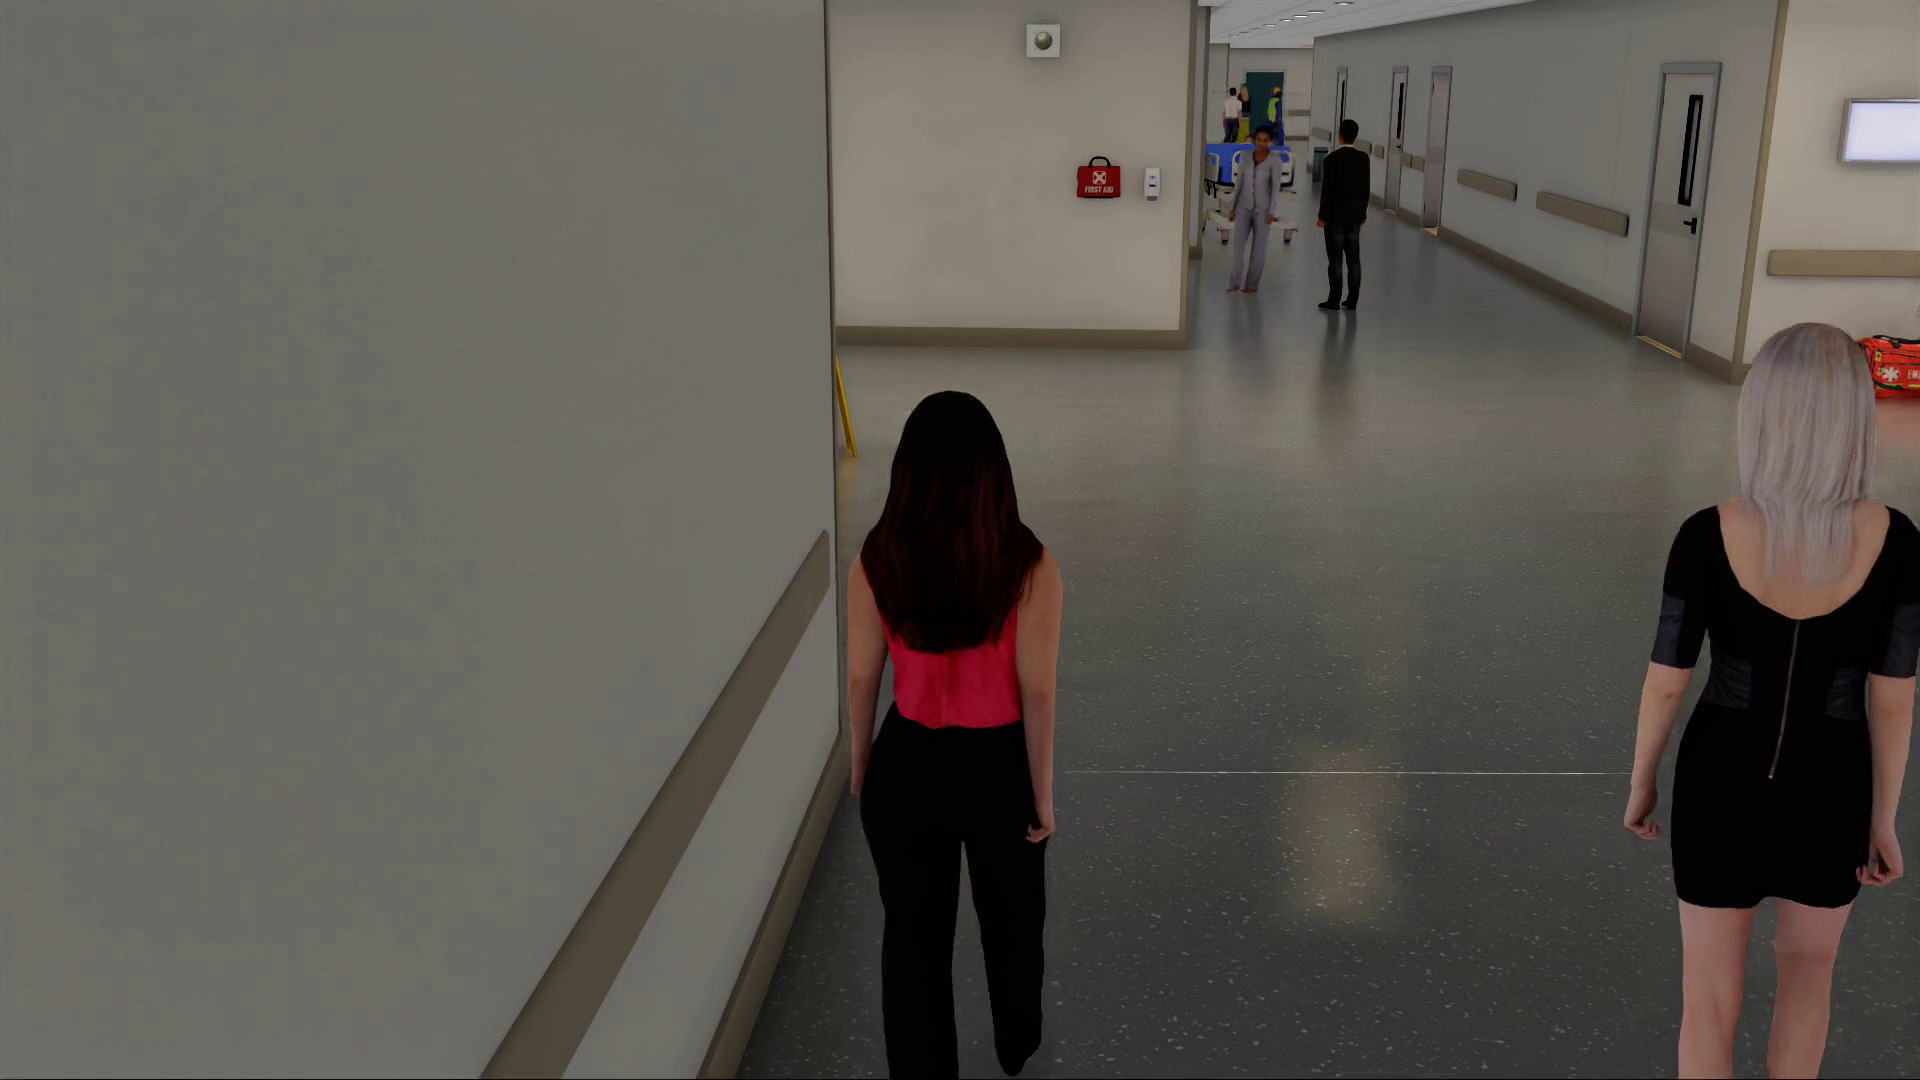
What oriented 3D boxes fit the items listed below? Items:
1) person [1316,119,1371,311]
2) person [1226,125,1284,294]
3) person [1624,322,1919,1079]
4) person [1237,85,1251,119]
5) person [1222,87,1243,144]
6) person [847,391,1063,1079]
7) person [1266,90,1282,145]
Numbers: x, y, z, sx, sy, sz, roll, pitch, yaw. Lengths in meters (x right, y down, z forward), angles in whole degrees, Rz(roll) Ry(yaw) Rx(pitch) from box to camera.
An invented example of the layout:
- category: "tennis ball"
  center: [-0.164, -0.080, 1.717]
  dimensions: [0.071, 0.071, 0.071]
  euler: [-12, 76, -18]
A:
- category: "person"
  center: [3.709, -3.138, 16.061]
  dimensions: [0.630, 1.805, 0.806]
  euler: [-5, 17, -18]
- category: "person"
  center: [3.089, -3.418, 17.231]
  dimensions: [0.819, 1.706, 0.907]
  euler: [8, 18, 27]
- category: "person"
  center: [1.470, 0.533, 3.003]
  dimensions: [0.600, 1.823, 0.735]
  euler: [5, 17, 18]
- category: "person"
  center: [8.936, -13.319, 52.183]
  dimensions: [1.114, 1.798, 1.047]
  euler: [-8, 17, -25]
- category: "person"
  center: [7.079, -10.911, 43.587]
  dimensions: [1.031, 1.828, 0.962]
  euler: [10, 19, 32]
- category: "person"
  center: [-0.017, 0.544, 3.318]
  dimensions: [0.874, 1.631, 0.664]
  euler: [2, 16, 8]
- category: "person"
  center: [9.772, -13.020, 51.375]
  dimensions: [1.126, 1.662, 1.136]
  euler: [-11, 19, -34]
